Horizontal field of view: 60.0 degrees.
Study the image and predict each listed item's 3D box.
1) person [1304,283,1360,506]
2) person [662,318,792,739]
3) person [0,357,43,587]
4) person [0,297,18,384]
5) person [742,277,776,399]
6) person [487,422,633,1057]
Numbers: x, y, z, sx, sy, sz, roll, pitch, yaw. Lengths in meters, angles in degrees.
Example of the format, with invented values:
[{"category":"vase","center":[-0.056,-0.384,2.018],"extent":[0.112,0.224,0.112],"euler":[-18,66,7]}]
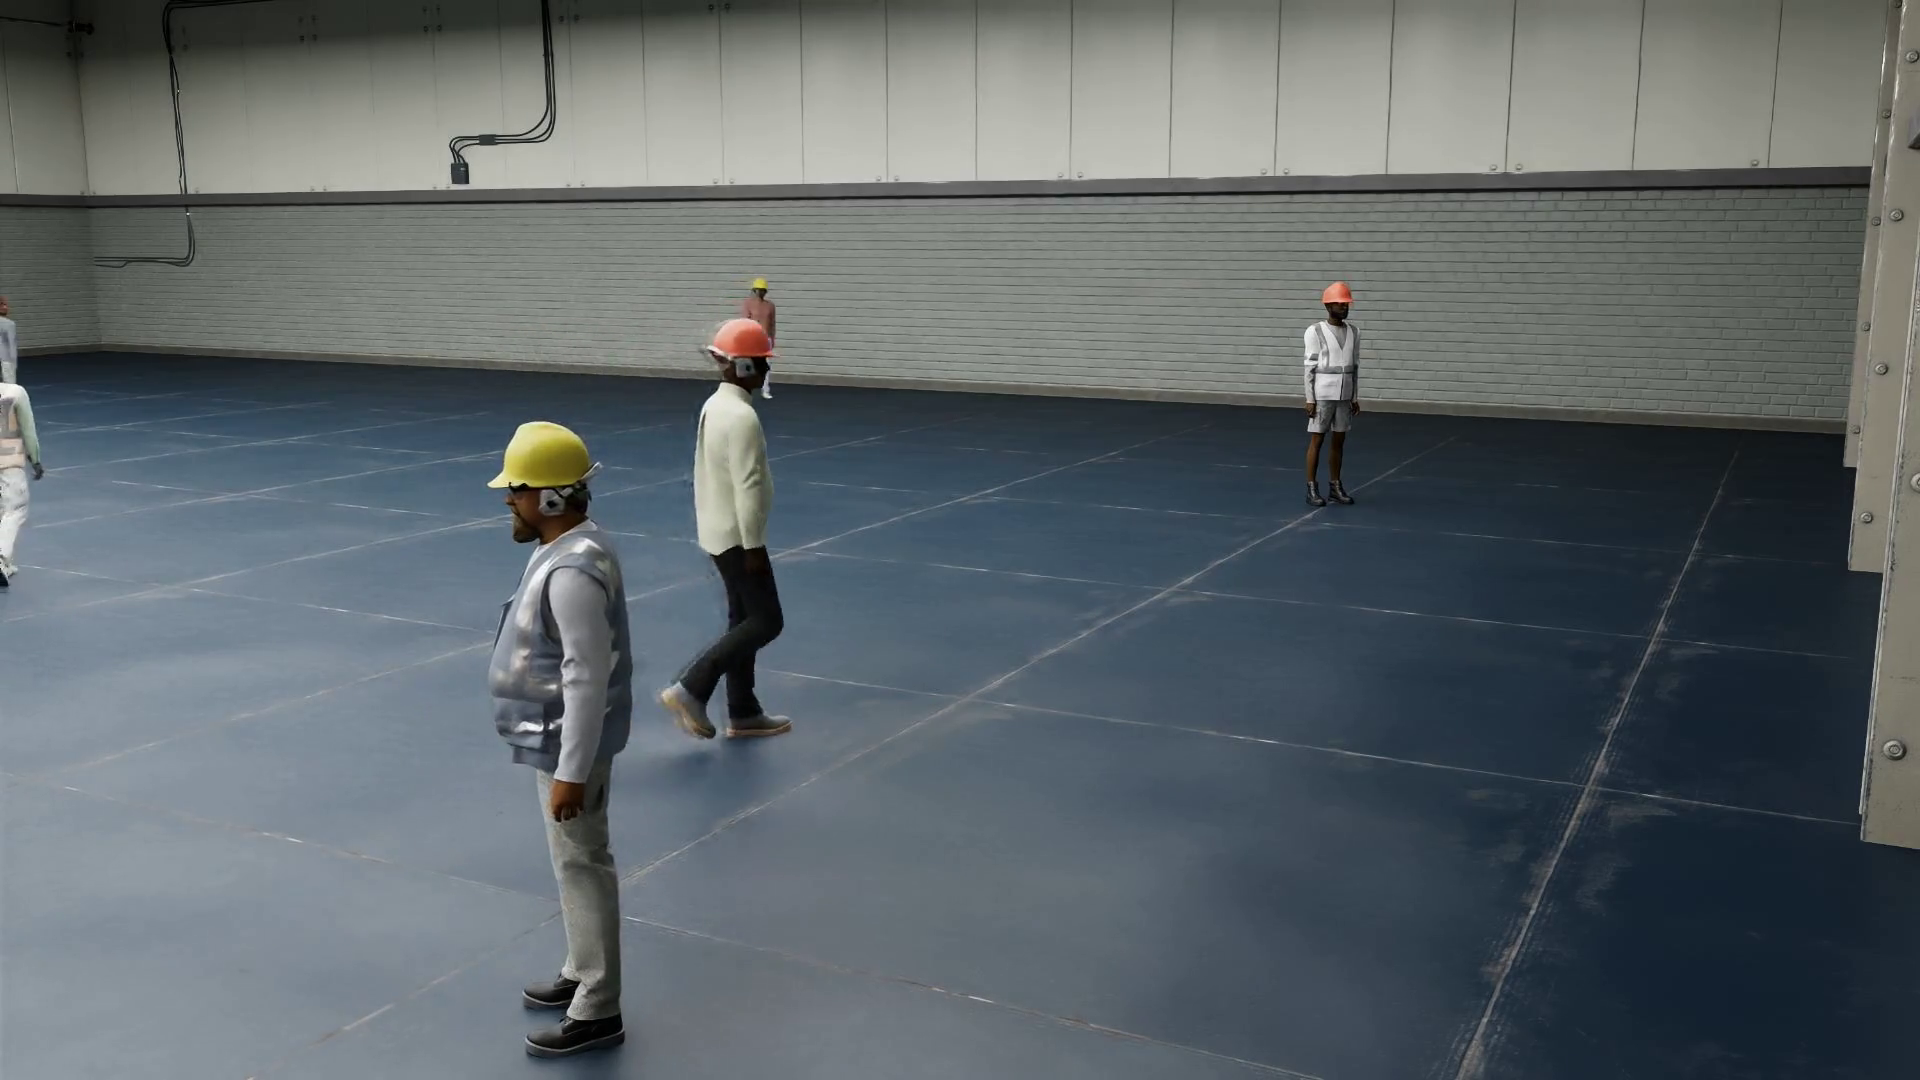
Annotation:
[{"category":"person","center":[3.256,-1.265,14.513],"extent":[0.547,1.942,0.350],"euler":[-4,11,-22]},{"category":"person","center":[-1.063,-0.023,7.639],"extent":[0.541,1.976,0.635],"euler":[-4,11,-19]},{"category":"person","center":[-6.509,-0.493,11.194],"extent":[0.521,1.612,0.699],"euler":[-1,10,-8]},{"category":"person","center":[-11.896,-2.205,20.521],"extent":[0.502,1.614,0.653],"euler":[-1,10,-5]},{"category":"person","center":[-2.915,-2.932,24.098],"extent":[0.538,1.753,0.557],"euler":[-6,12,-28]},{"category":"person","center":[-1.149,0.568,4.820],"extent":[0.404,1.828,0.602],"euler":[-3,11,-14]}]
